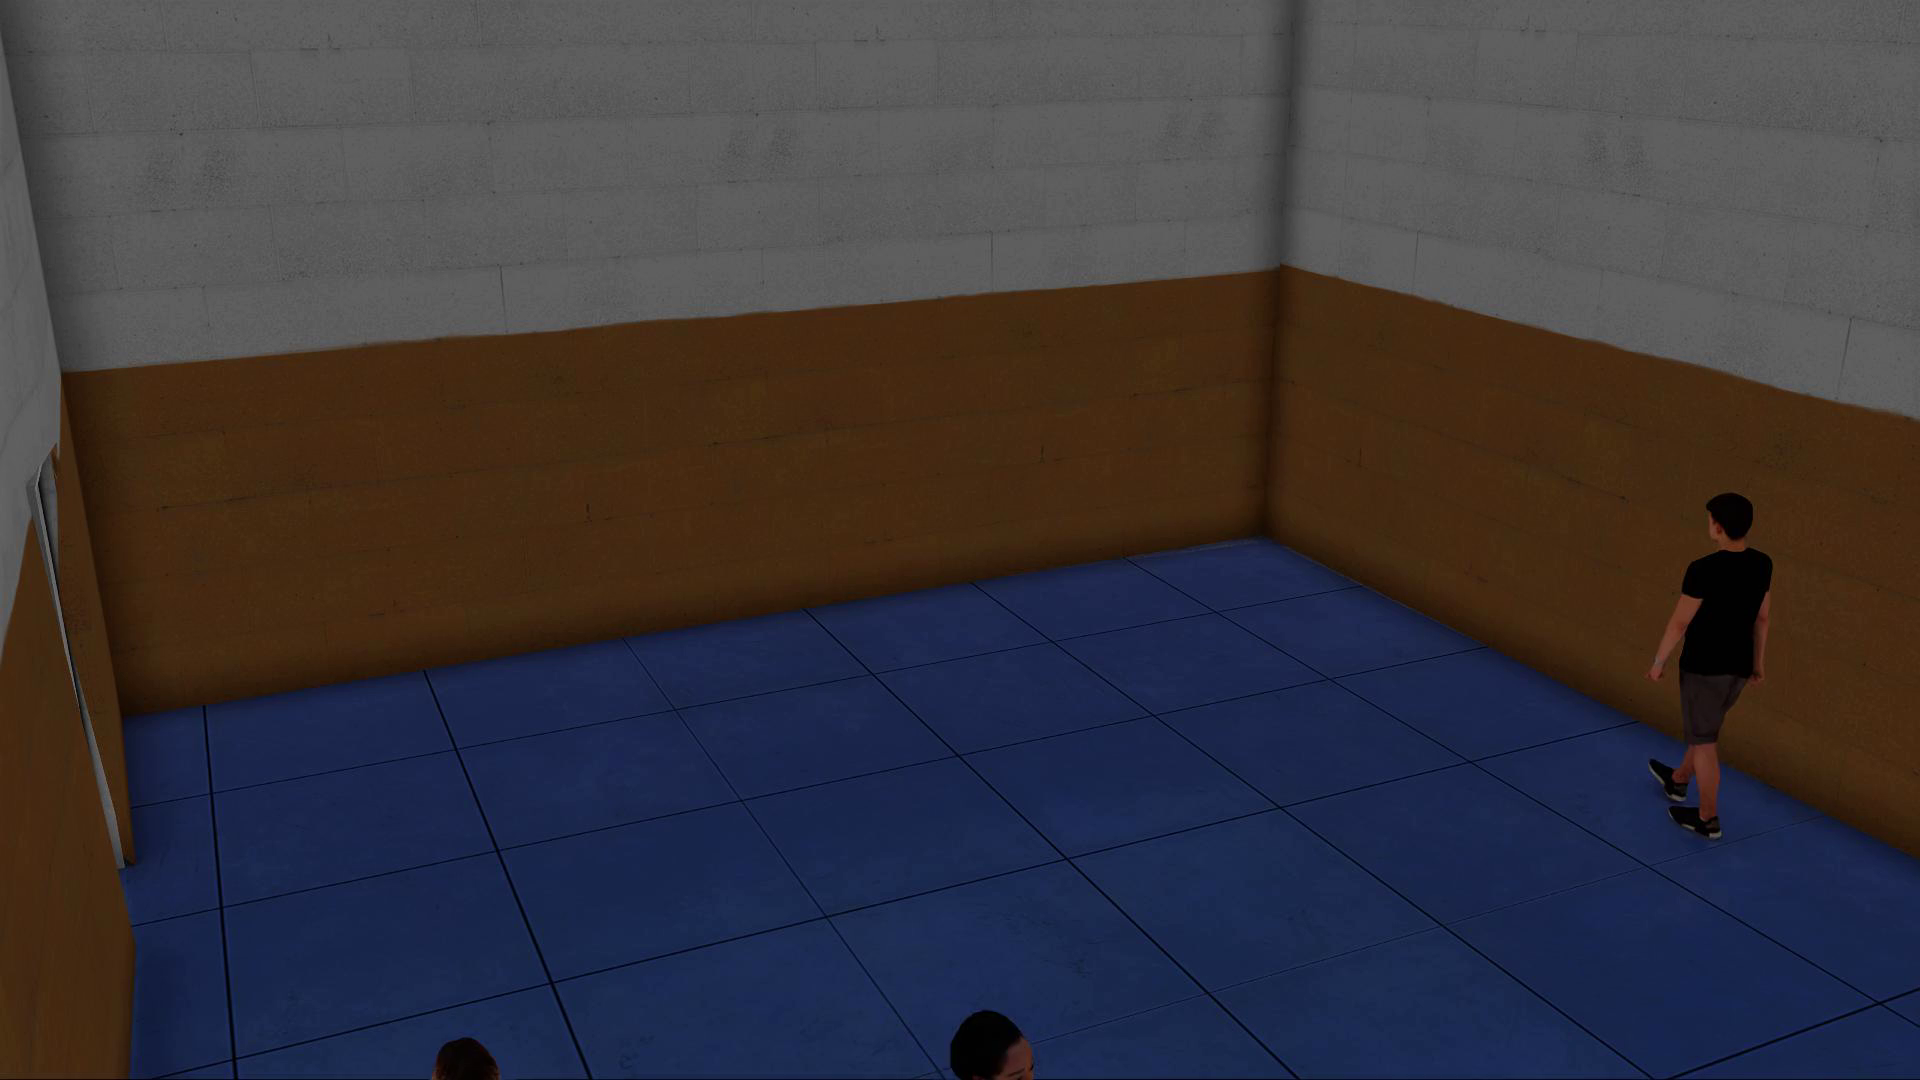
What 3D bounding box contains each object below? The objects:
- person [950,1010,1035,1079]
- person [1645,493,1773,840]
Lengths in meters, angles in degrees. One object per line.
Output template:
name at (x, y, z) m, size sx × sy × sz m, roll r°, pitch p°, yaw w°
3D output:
person at (-0.009, 2.060, 4.560) m, size 0.772 × 1.823 × 0.685 m, roll 15°, pitch 24°, yaw 38°
person at (3.967, 0.681, 8.612) m, size 0.888 × 1.847 × 0.825 m, roll -6°, pitch 19°, yaw -17°
